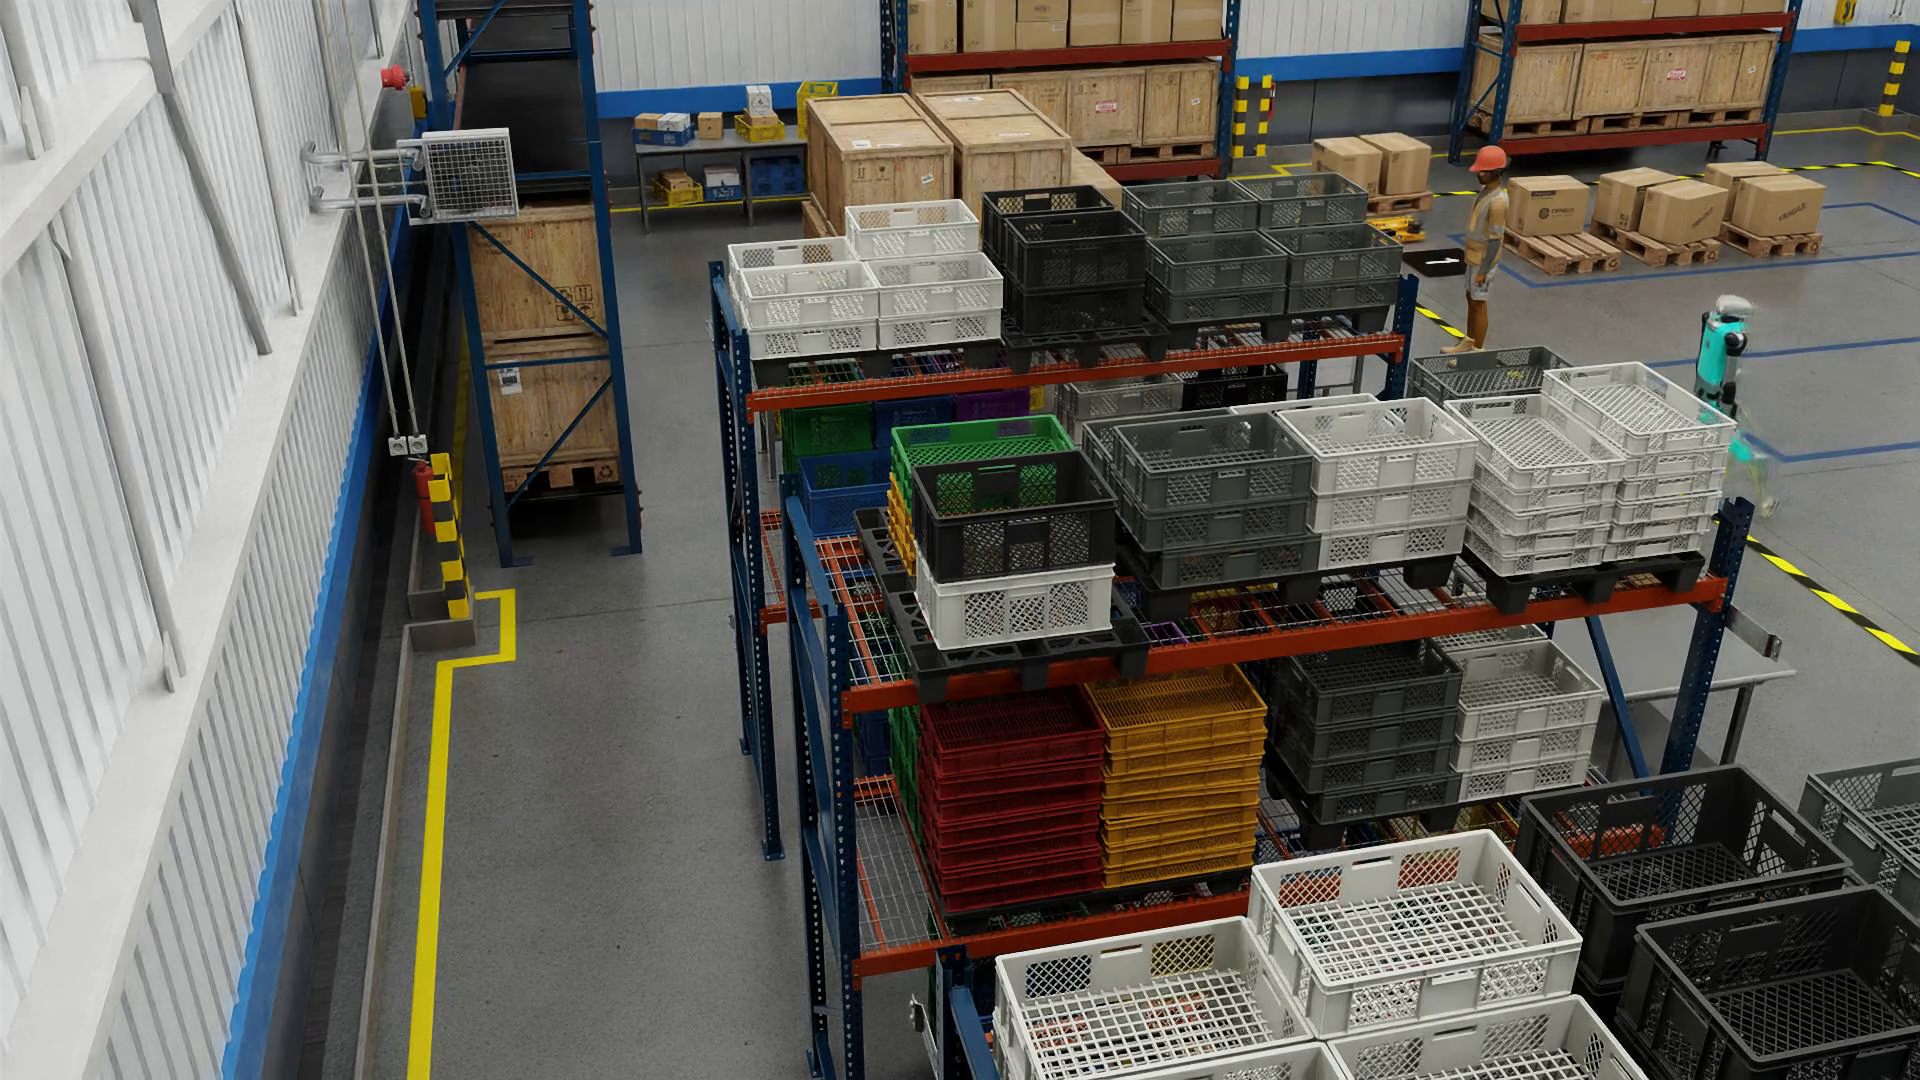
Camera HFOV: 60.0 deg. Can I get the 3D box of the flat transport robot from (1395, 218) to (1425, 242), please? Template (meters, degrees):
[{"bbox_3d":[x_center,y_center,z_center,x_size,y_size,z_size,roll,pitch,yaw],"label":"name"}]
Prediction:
[{"bbox_3d":[4.667,-3.710,19.055,0.652,0.197,1.431,-8,29,-15],"label":"flat transport robot"}]

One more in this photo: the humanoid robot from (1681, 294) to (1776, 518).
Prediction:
[{"bbox_3d":[5.808,-0.930,12.306,0.857,1.842,0.547,-1,28,-2],"label":"humanoid robot"}]

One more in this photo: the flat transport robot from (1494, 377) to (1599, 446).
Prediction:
[{"bbox_3d":[4.780,-1.036,14.013,0.659,0.231,1.431,-6,28,-12],"label":"flat transport robot"}]

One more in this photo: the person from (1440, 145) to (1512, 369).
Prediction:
[{"bbox_3d":[4.663,-2.536,14.960,0.374,2.041,0.606,2,28,3],"label":"person"}]
